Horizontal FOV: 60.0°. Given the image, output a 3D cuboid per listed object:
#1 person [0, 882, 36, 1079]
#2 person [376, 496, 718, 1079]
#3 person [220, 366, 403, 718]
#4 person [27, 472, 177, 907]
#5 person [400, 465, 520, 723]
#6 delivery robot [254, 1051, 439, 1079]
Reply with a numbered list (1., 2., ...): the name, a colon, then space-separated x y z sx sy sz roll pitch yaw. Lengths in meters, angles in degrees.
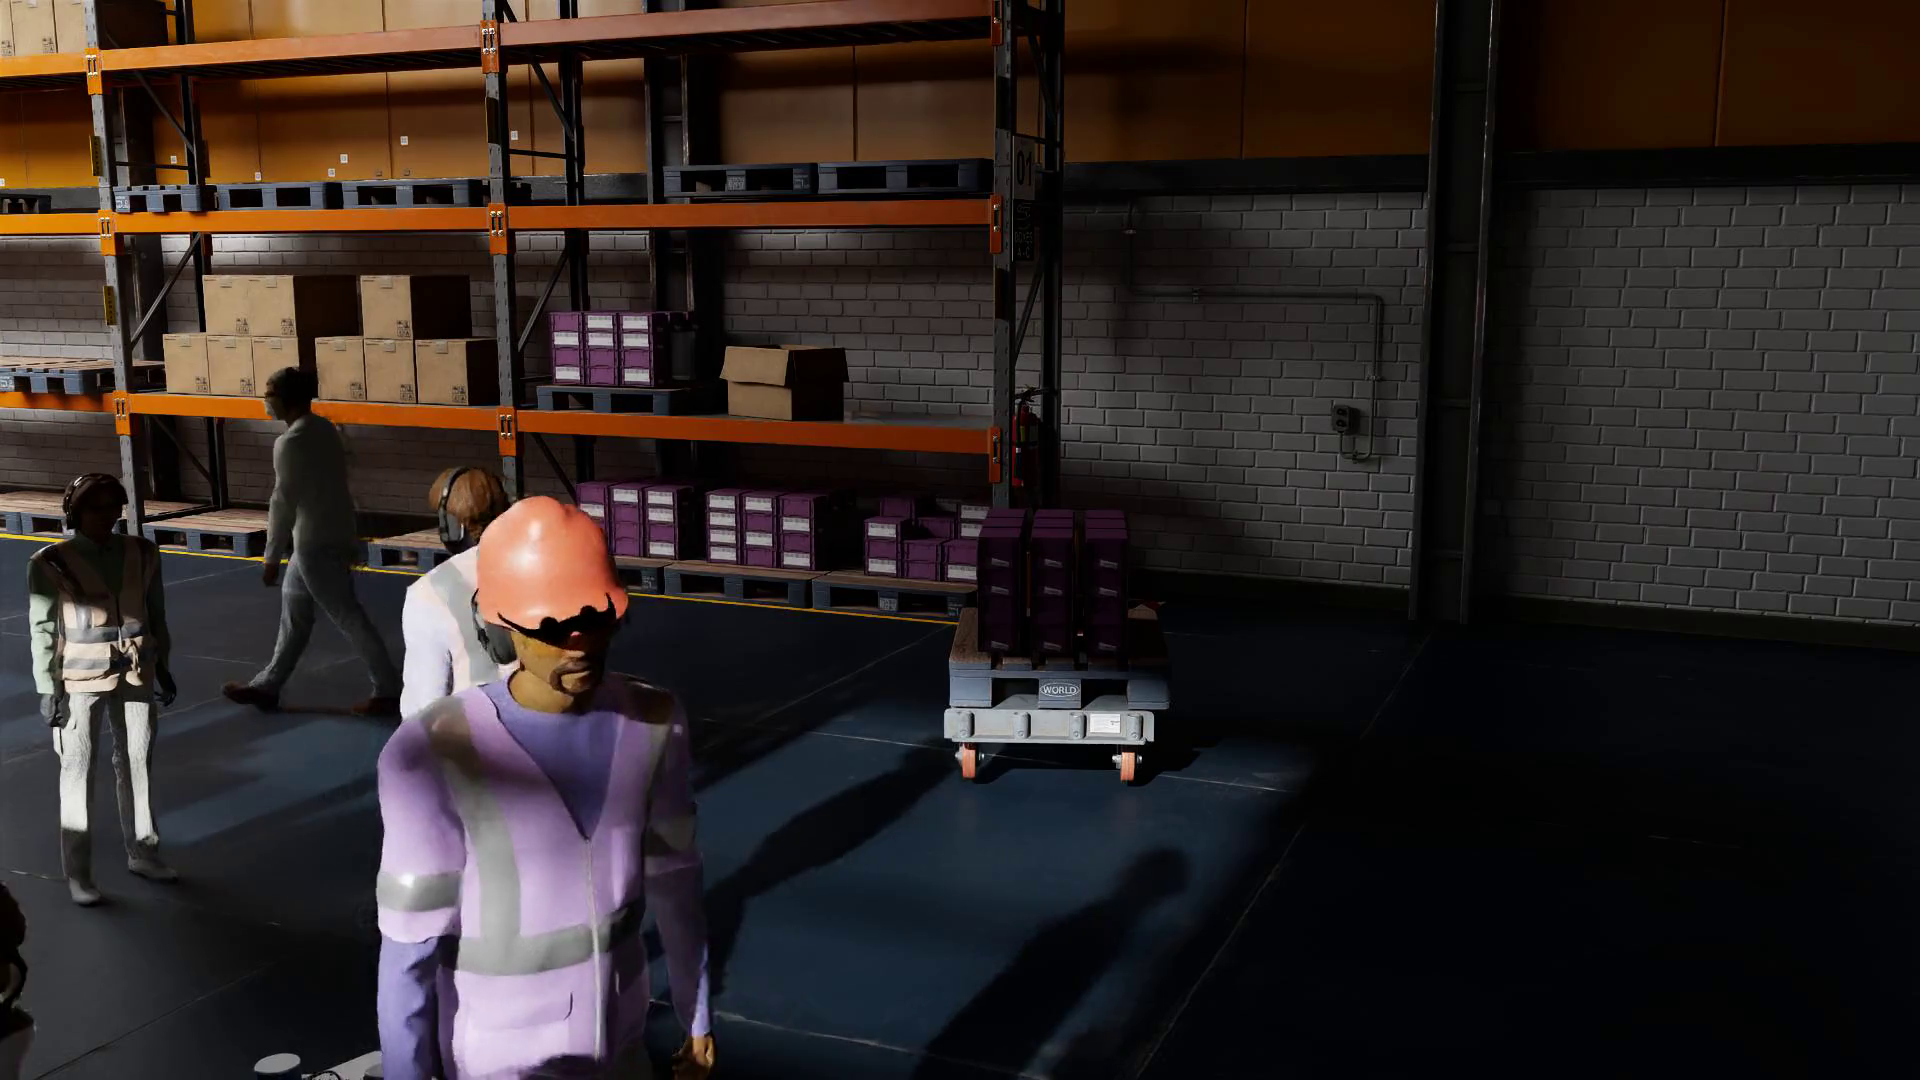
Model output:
1. person: -1.172 1.207 1.647 0.611 1.912 0.668 -3 10 -16
2. person: -0.716 0.914 3.041 0.481 2.025 0.718 8 13 41
3. person: -3.446 0.026 8.820 1.045 1.880 0.654 -1 10 -5
4. person: -3.264 0.554 6.359 0.310 1.636 0.523 7 12 36
5. person: -1.348 0.686 5.015 0.552 1.823 0.648 6 11 33
6. delivery robot: -1.590 1.455 3.918 0.477 0.478 0.707 8 12 38
